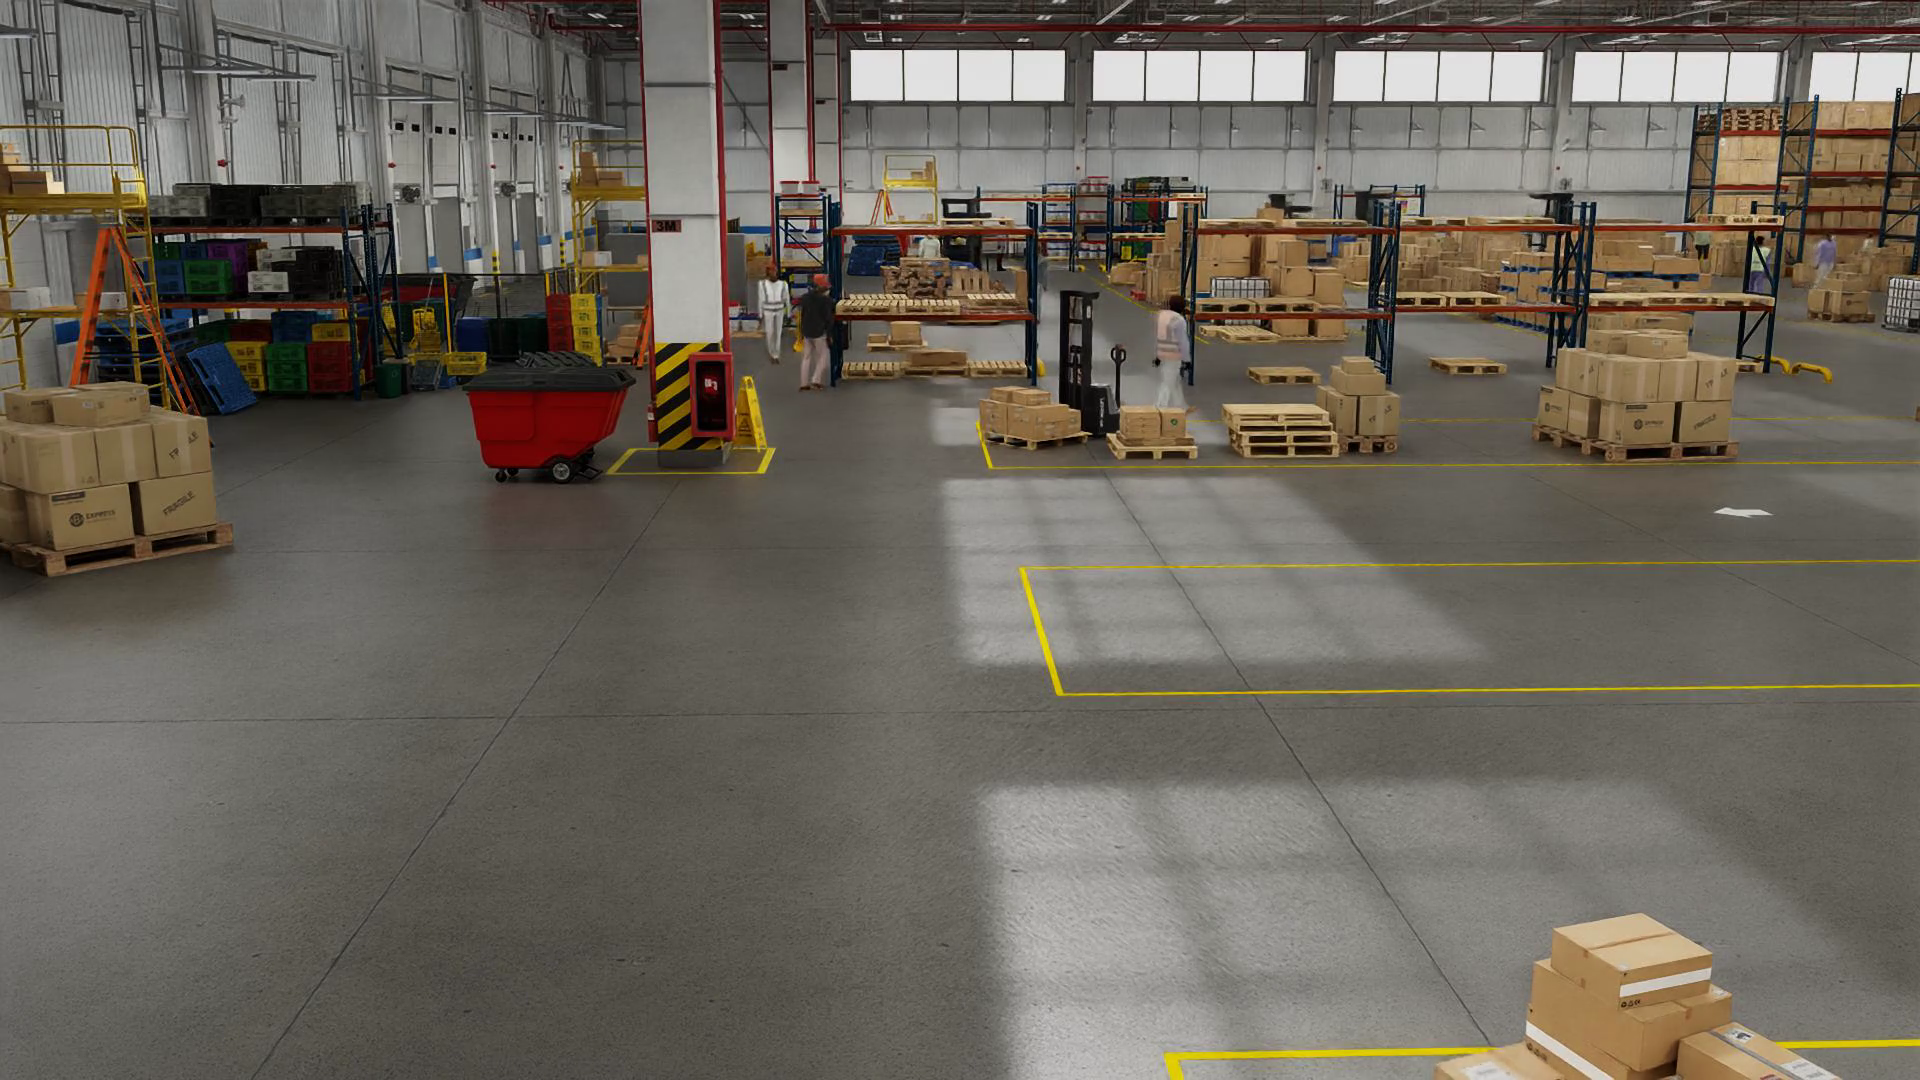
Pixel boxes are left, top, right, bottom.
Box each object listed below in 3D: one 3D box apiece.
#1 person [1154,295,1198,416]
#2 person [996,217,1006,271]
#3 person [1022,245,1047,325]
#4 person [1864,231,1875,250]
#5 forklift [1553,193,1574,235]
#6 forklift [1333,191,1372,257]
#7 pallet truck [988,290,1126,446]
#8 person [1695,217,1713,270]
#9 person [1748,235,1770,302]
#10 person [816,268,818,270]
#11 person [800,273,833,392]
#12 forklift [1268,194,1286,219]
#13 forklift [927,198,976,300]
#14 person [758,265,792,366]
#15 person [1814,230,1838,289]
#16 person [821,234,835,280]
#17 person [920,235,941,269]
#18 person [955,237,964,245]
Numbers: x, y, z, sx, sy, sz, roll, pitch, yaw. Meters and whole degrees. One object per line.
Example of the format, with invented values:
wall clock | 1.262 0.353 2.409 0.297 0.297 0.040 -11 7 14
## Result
person | 3.185 -2.642 24.090 0.881 1.802 0.666 -5 14 -22
person | 1.514 -10.716 60.248 0.377 1.938 0.547 5 13 21
person | 1.713 -5.988 38.982 0.700 1.901 0.678 6 14 25
person | 30.063 -9.431 55.152 0.611 1.621 0.524 2 13 7
forklift | 20.826 -10.607 57.611 1.873 2.768 1.129 0 12 -2
forklift | 15.210 -11.805 63.019 1.873 2.768 1.129 8 15 32
pallet truck | 1.257 -2.299 22.111 1.885 1.965 0.823 -9 15 -35
person | 27.020 -10.756 60.412 0.643 1.934 0.961 2 13 9
person | 21.279 -7.178 44.398 0.601 1.896 0.789 4 13 19
person | -4.305 -8.231 49.799 0.848 1.598 0.514 0 12 1
person | -2.330 -3.350 26.984 0.649 1.952 0.416 8 15 32
forklift | 10.415 -9.995 54.847 1.873 2.768 1.129 0 12 -2
forklift | -0.050 -8.049 46.063 1.129 2.768 1.873 6 14 27
person | -3.417 -4.160 30.839 0.602 1.845 0.913 -3 13 -14
person | 24.860 -7.924 47.681 0.624 1.922 0.425 -5 13 -20
person | -3.677 -7.674 46.728 0.508 1.846 0.345 1 13 7
person | -0.904 -8.388 49.834 0.636 1.908 0.938 -3 13 -14
person | -0.023 -7.672 46.971 0.480 1.734 0.333 -6 14 -27
